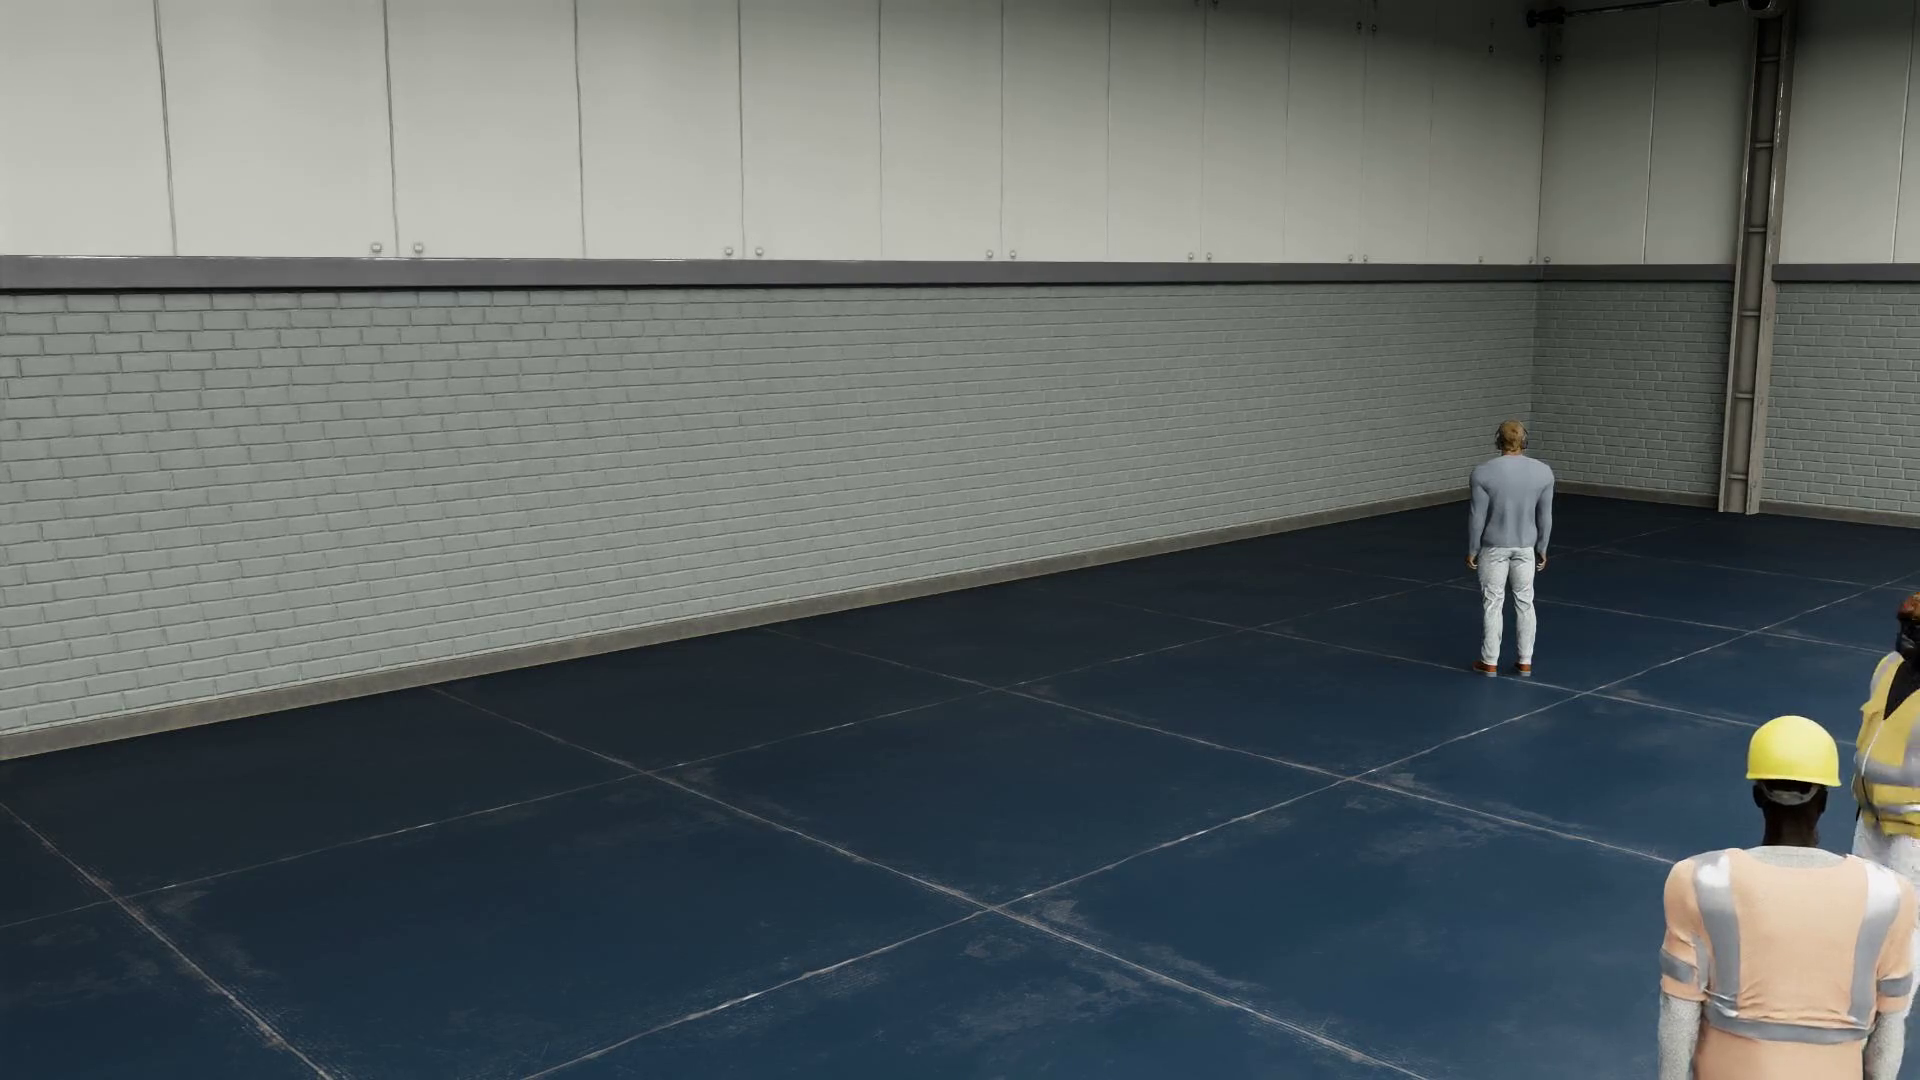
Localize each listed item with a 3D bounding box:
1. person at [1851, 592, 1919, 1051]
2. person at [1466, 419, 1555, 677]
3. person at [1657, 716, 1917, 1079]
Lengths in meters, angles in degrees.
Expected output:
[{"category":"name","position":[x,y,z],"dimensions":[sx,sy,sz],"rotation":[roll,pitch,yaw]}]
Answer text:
[{"category":"person","position":[3.747,1.090,6.460],"dimensions":[0.606,1.830,0.641],"rotation":[0,9,-1]},{"category":"person","position":[4.107,0.067,12.473],"dimensions":[0.632,1.936,0.359],"rotation":[0,9,0]},{"category":"person","position":[2.078,1.400,4.267],"dimensions":[0.589,1.917,0.392],"rotation":[2,9,12]}]
